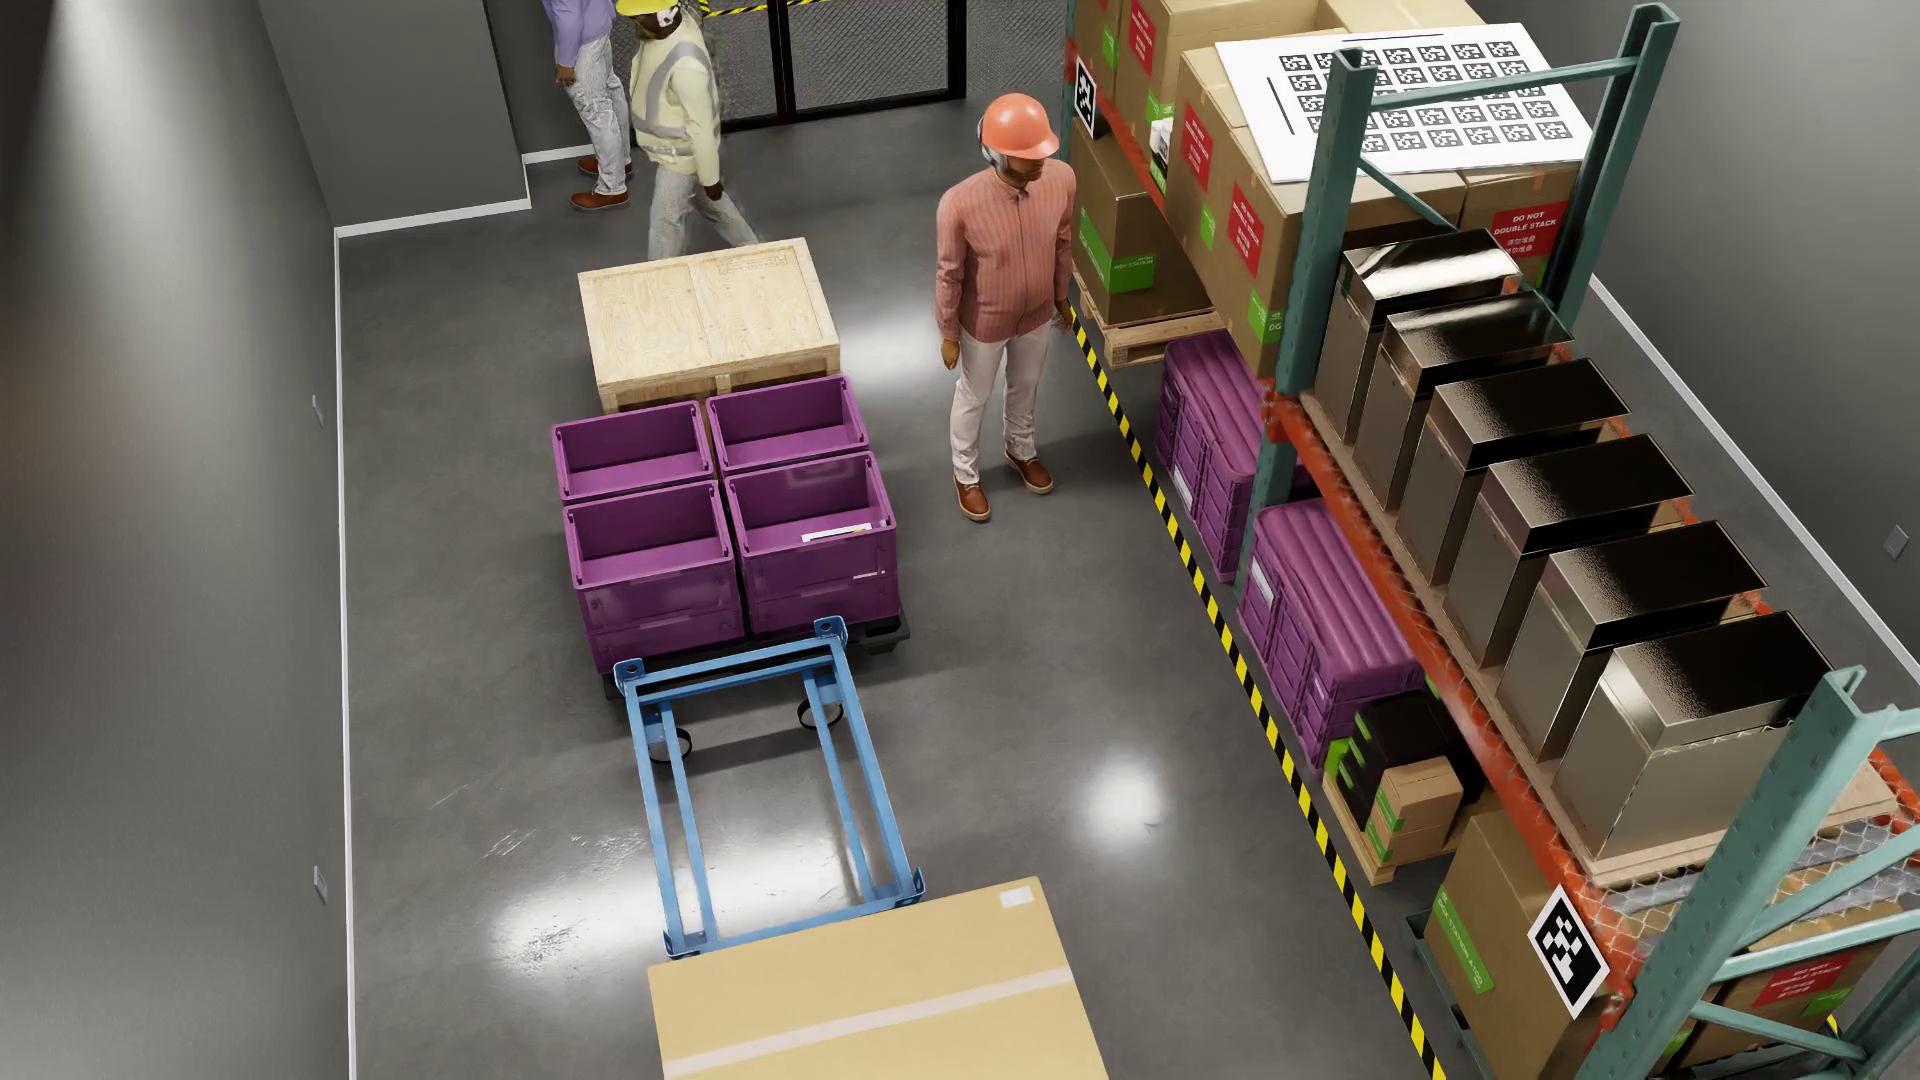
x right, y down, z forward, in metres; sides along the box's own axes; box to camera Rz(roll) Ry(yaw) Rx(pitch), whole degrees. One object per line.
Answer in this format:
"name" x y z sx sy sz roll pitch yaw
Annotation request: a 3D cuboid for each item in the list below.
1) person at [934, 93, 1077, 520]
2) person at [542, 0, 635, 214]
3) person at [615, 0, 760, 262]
"person" 0.191 -0.915 6.687 0.622 1.995 0.383 -22 51 -19
"person" -1.884 -2.513 8.196 0.372 1.939 0.632 0 47 0
"person" -1.307 -1.851 7.678 0.806 1.796 0.596 -11 48 -10
